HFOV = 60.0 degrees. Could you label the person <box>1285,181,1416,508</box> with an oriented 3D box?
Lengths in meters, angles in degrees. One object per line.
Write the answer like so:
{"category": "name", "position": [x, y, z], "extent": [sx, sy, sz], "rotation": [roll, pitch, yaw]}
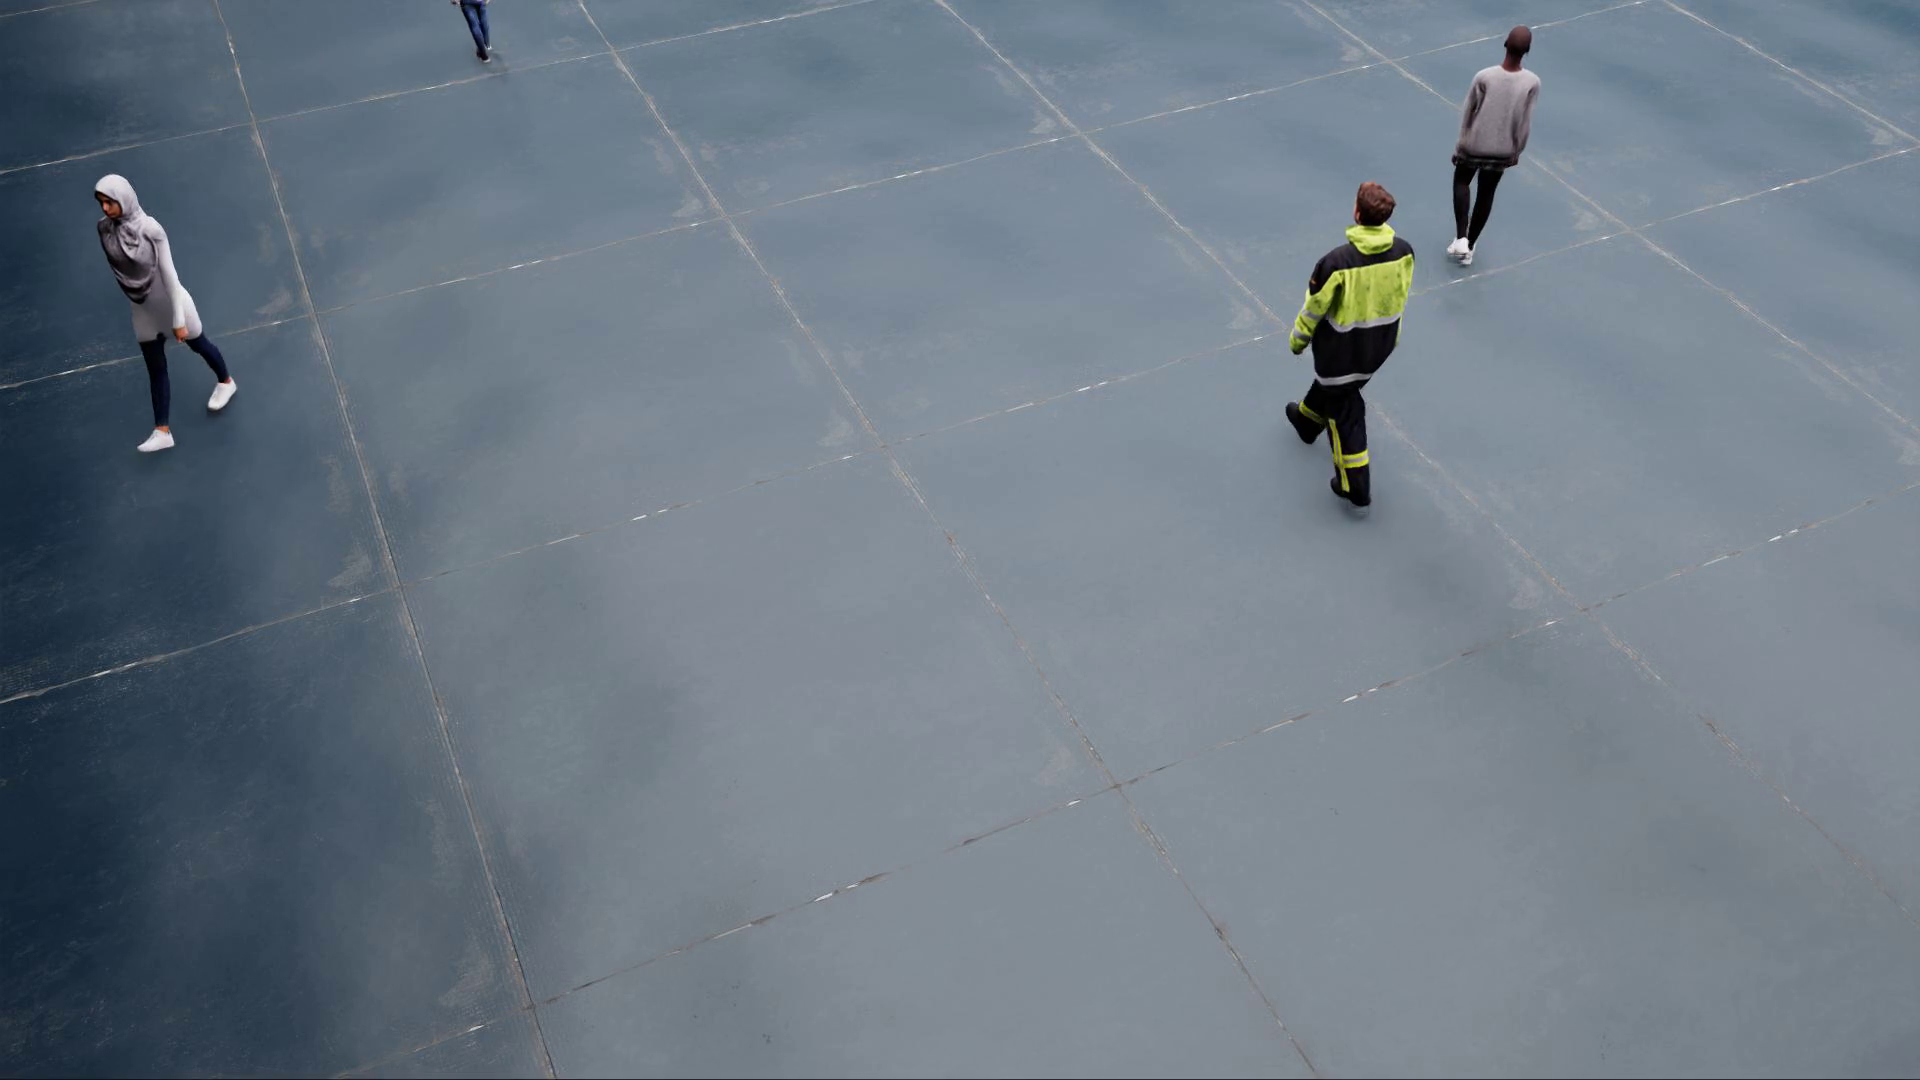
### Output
{"category": "person", "position": [2.268, -1.073, 9.501], "extent": [0.801, 1.931, 1.238], "rotation": [-16, 45, -17]}

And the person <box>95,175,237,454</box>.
{"category": "person", "position": [-4.759, -1.441, 10.054], "extent": [1.068, 1.733, 1.186], "rotation": [10, 43, 11]}

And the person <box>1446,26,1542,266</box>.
{"category": "person", "position": [3.607, -2.623, 11.337], "extent": [0.770, 1.758, 0.819], "rotation": [7, 43, 7]}

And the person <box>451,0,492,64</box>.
{"category": "person", "position": [-4.083, -4.552, 13.952], "extent": [0.488, 1.098, 0.618], "rotation": [-24, 48, -24]}
